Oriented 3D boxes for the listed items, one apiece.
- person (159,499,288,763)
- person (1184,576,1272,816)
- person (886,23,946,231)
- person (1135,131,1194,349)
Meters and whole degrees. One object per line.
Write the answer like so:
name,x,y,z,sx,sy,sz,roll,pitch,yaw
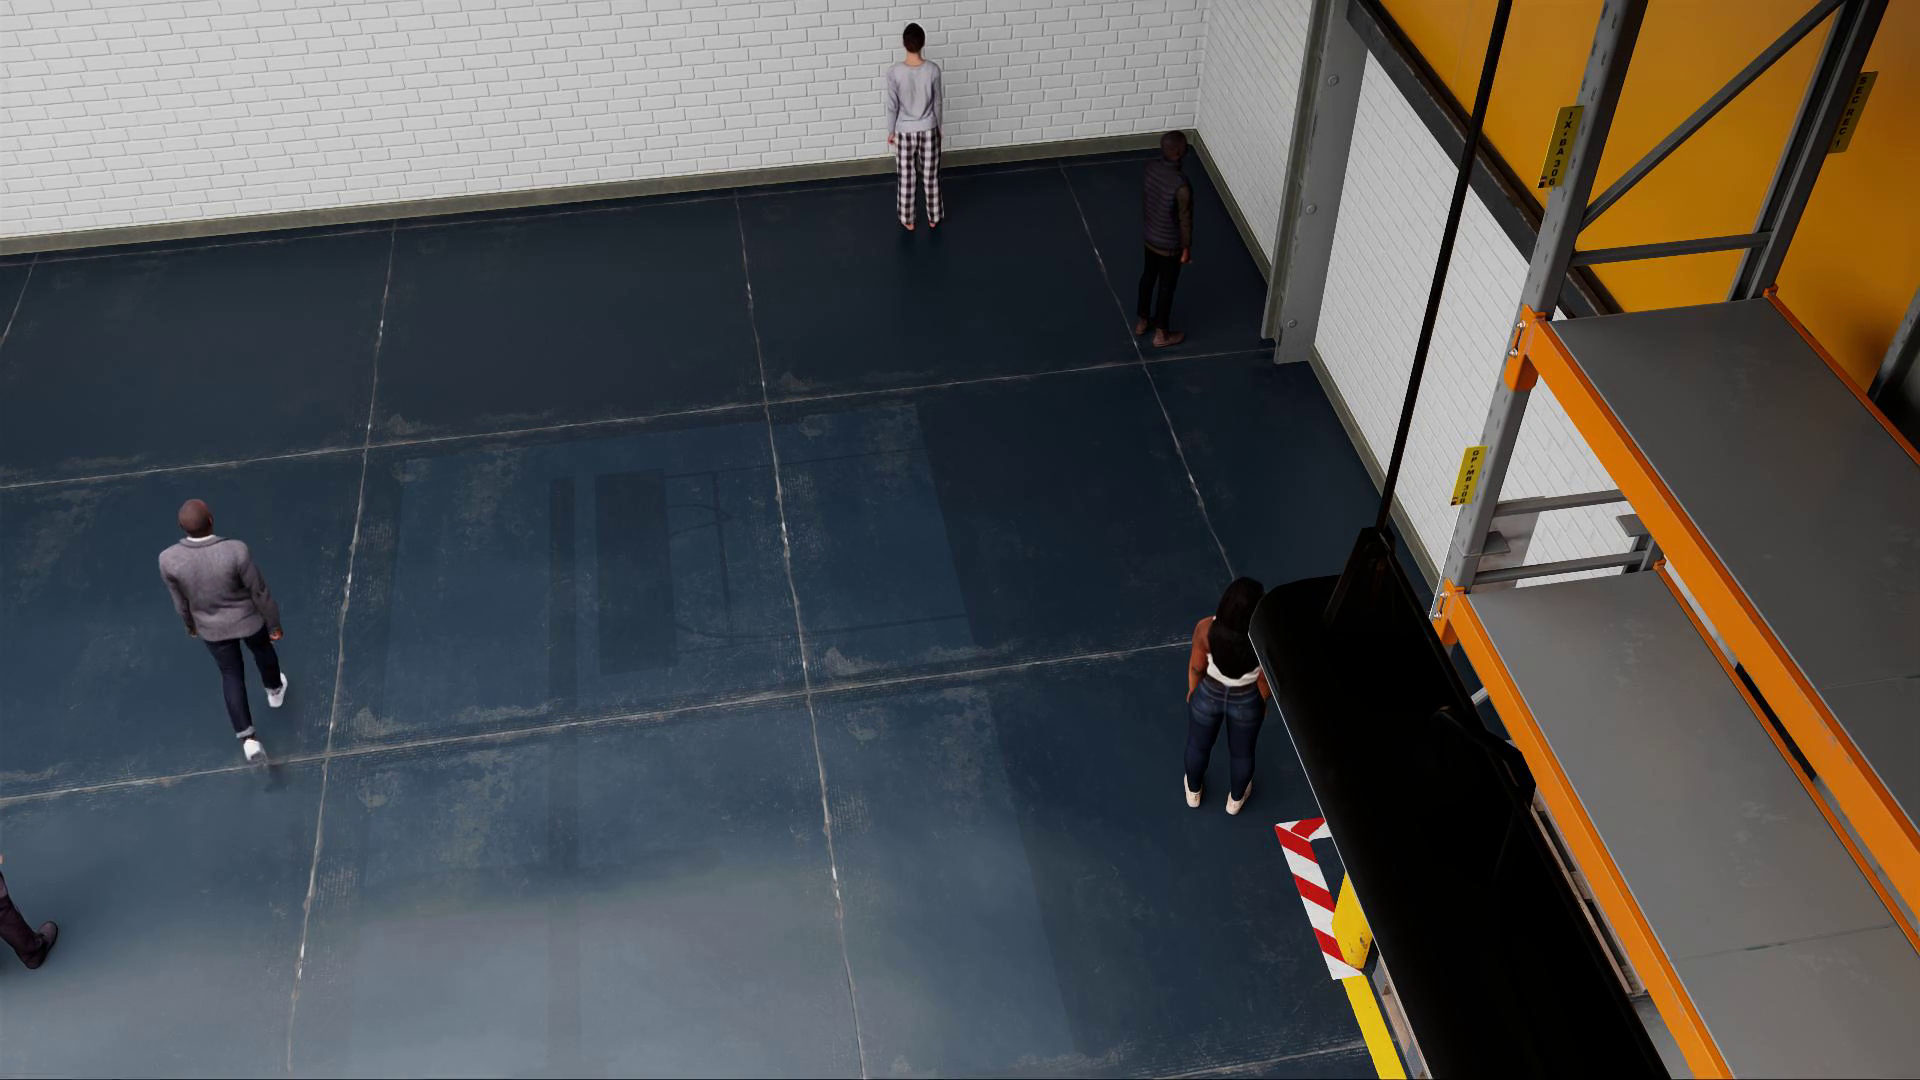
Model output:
person,-4.326,0.564,9.849,0.803,1.787,1.111,-11,45,-11
person,1.530,0.900,9.480,0.733,1.810,0.748,12,45,12
person,-0.365,-3.462,14.030,0.632,1.847,0.545,-5,44,-5
person,1.573,-2.331,12.853,0.831,1.835,0.665,-23,48,-23
